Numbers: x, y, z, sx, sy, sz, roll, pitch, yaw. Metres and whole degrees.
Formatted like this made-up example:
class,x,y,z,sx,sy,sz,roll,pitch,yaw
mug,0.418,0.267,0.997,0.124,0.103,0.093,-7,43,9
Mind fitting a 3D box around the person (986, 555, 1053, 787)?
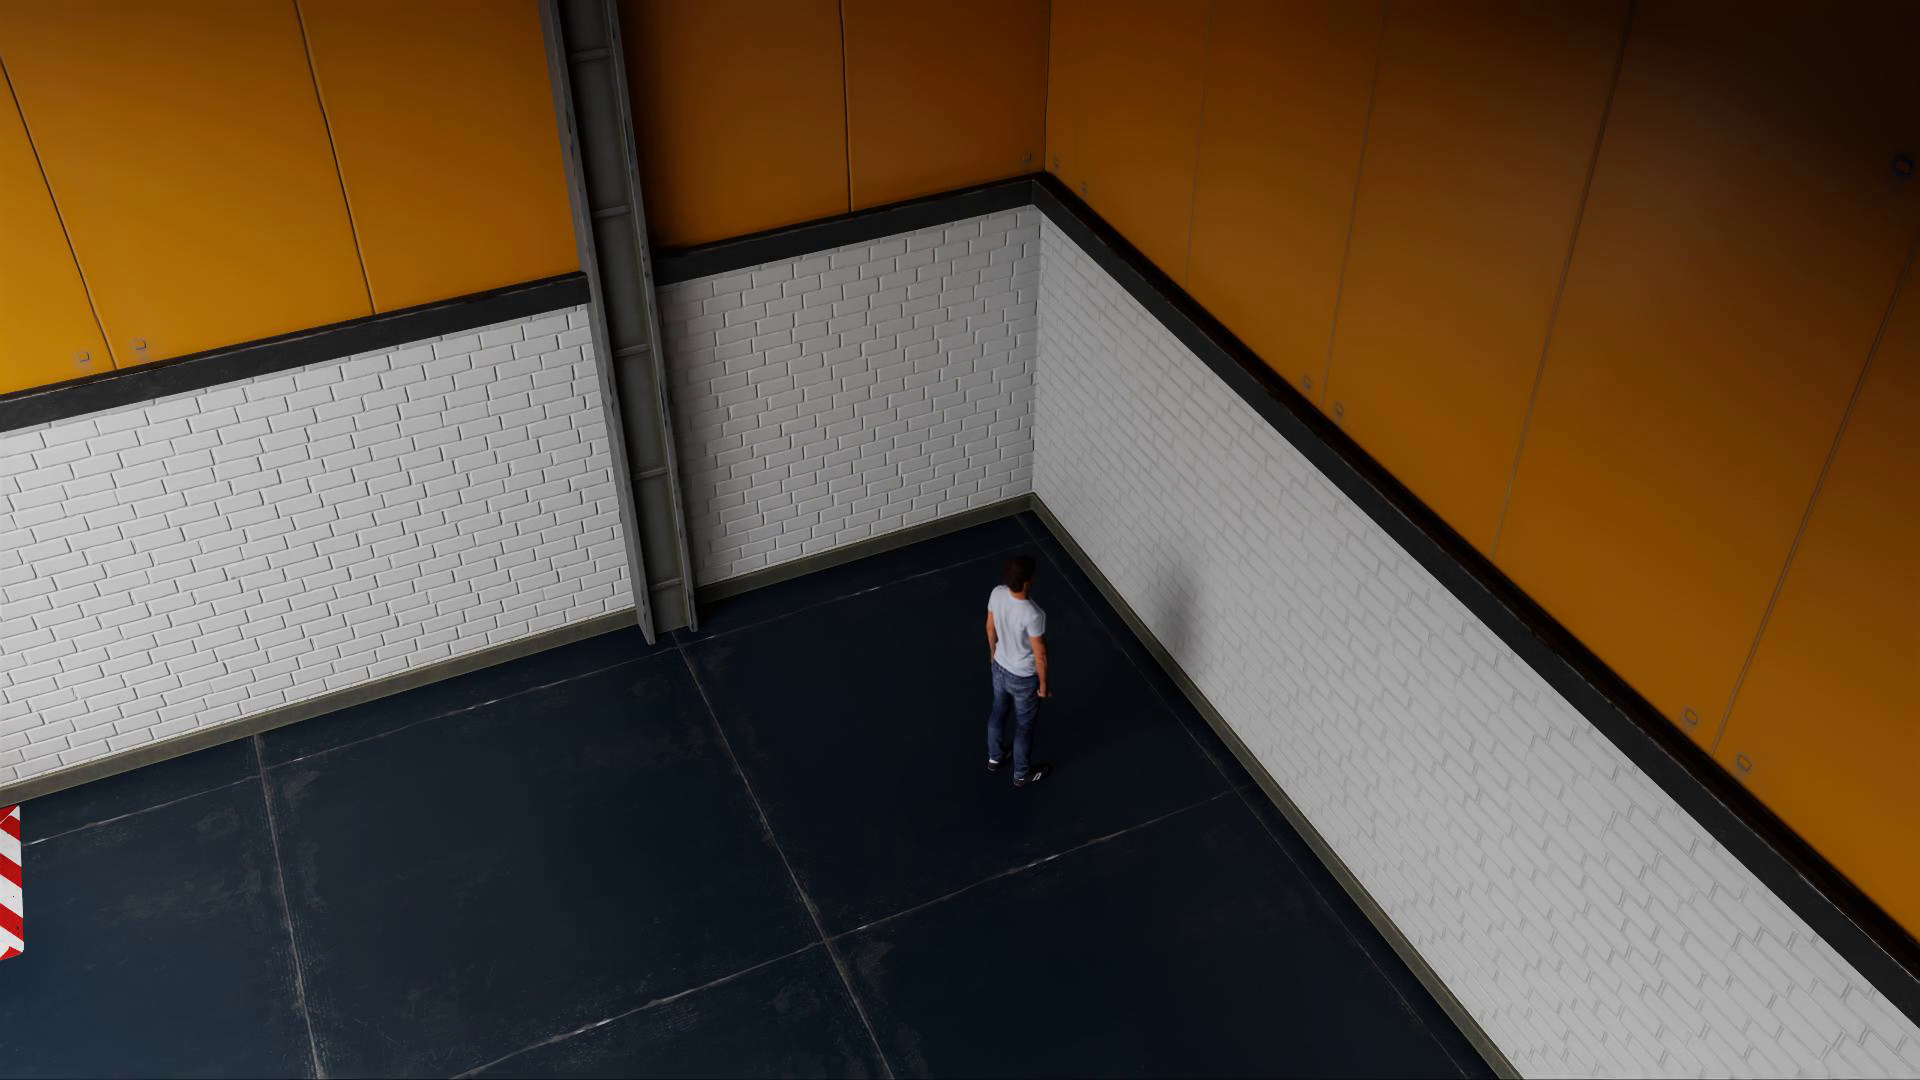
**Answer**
class,x,y,z,sx,sy,sz,roll,pitch,yaw
person,0.370,0.846,10.910,0.706,1.866,0.661,31,48,33
